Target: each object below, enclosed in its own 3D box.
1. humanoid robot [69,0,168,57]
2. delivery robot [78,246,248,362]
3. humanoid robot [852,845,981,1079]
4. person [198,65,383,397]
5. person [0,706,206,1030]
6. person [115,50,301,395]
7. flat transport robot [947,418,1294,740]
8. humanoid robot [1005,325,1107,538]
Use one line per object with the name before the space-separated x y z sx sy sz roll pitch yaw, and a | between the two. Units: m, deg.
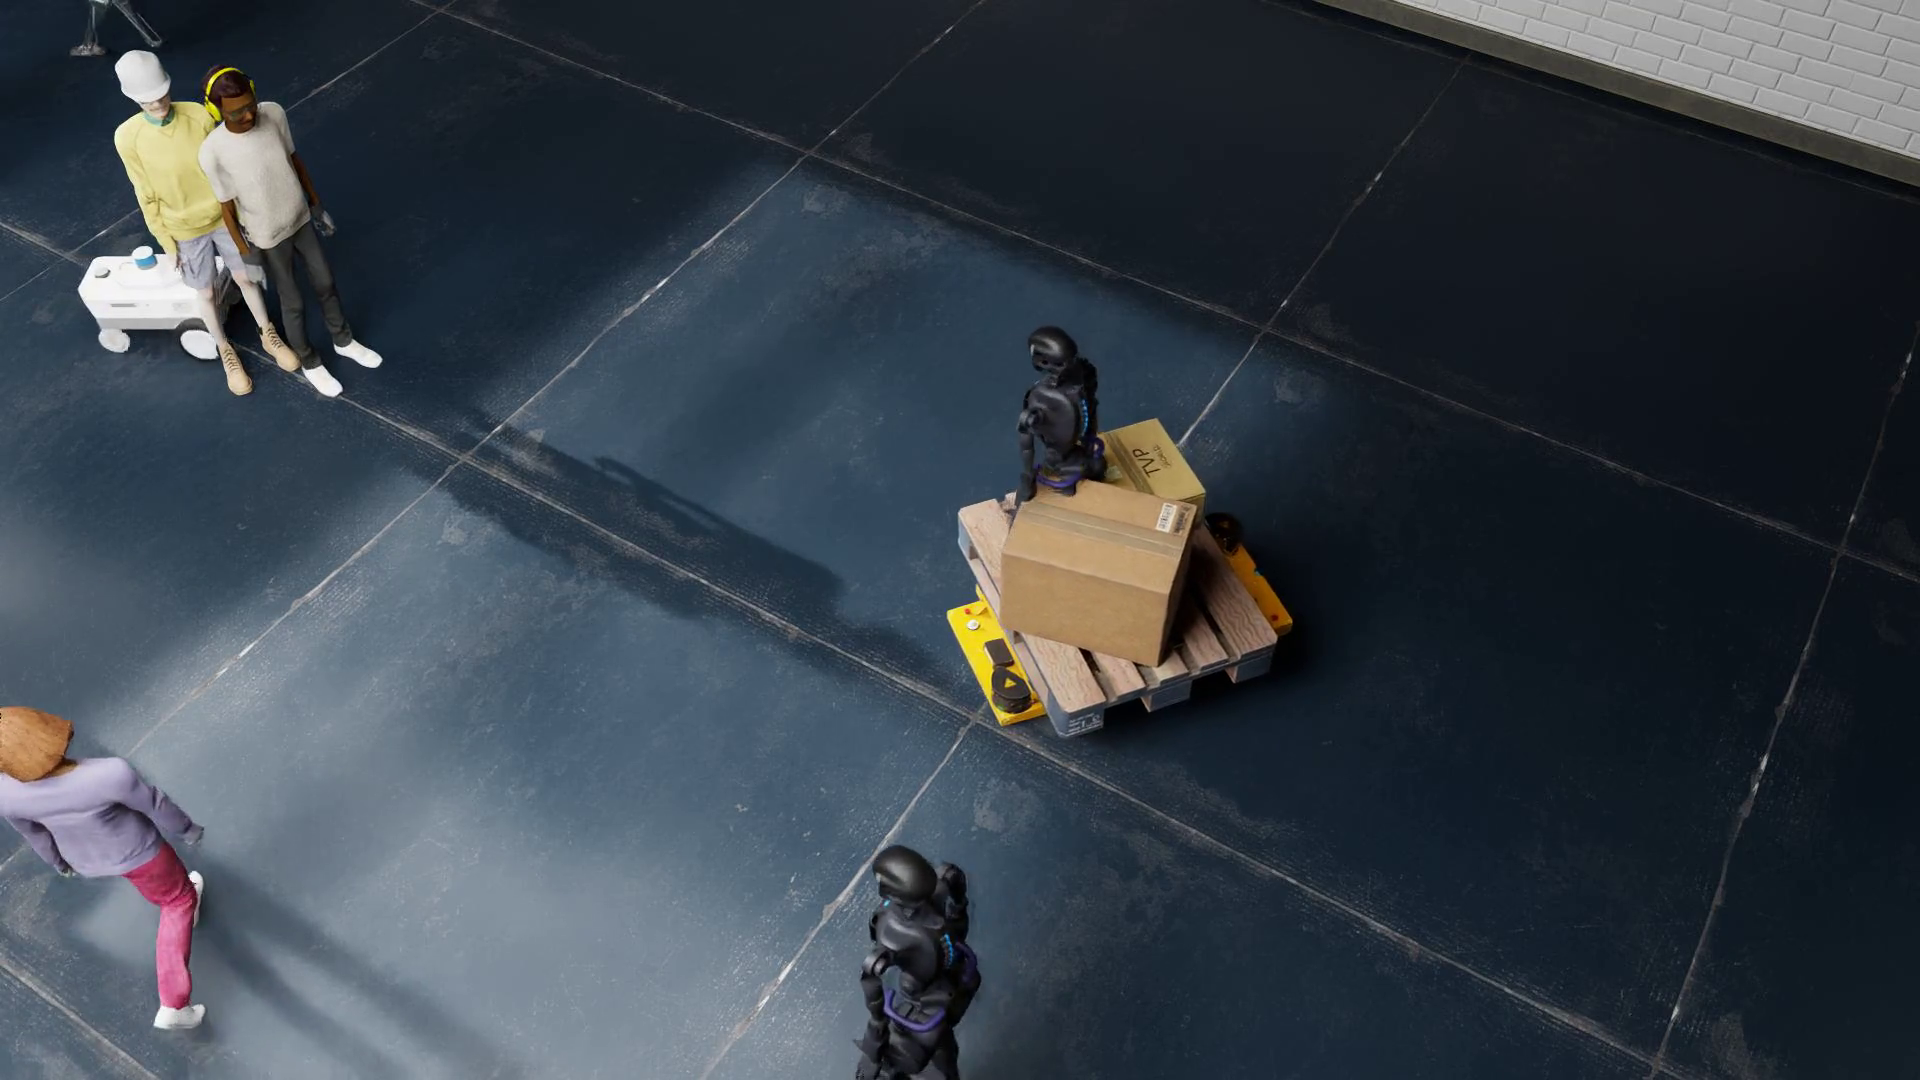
humanoid robot | -5.419 -3.666 10.110 0.810 1.875 0.530 2 49 2
delivery robot | -4.168 -1.272 8.750 0.814 0.613 0.499 0 49 0
humanoid robot | -0.119 1.543 5.536 0.369 1.636 0.615 25 54 21
person | -3.270 -1.491 8.067 0.340 1.856 0.525 24 53 20
person | -3.016 1.126 5.941 0.524 1.602 0.719 -3 49 -3
person | -3.693 -1.548 8.093 0.471 1.892 0.384 -32 56 -25
flat transport robot | 0.724 0.341 7.518 1.431 0.231 0.659 -17 51 -14
humanoid robot | 0.438 -0.251 7.113 0.369 1.645 0.611 28 55 23
